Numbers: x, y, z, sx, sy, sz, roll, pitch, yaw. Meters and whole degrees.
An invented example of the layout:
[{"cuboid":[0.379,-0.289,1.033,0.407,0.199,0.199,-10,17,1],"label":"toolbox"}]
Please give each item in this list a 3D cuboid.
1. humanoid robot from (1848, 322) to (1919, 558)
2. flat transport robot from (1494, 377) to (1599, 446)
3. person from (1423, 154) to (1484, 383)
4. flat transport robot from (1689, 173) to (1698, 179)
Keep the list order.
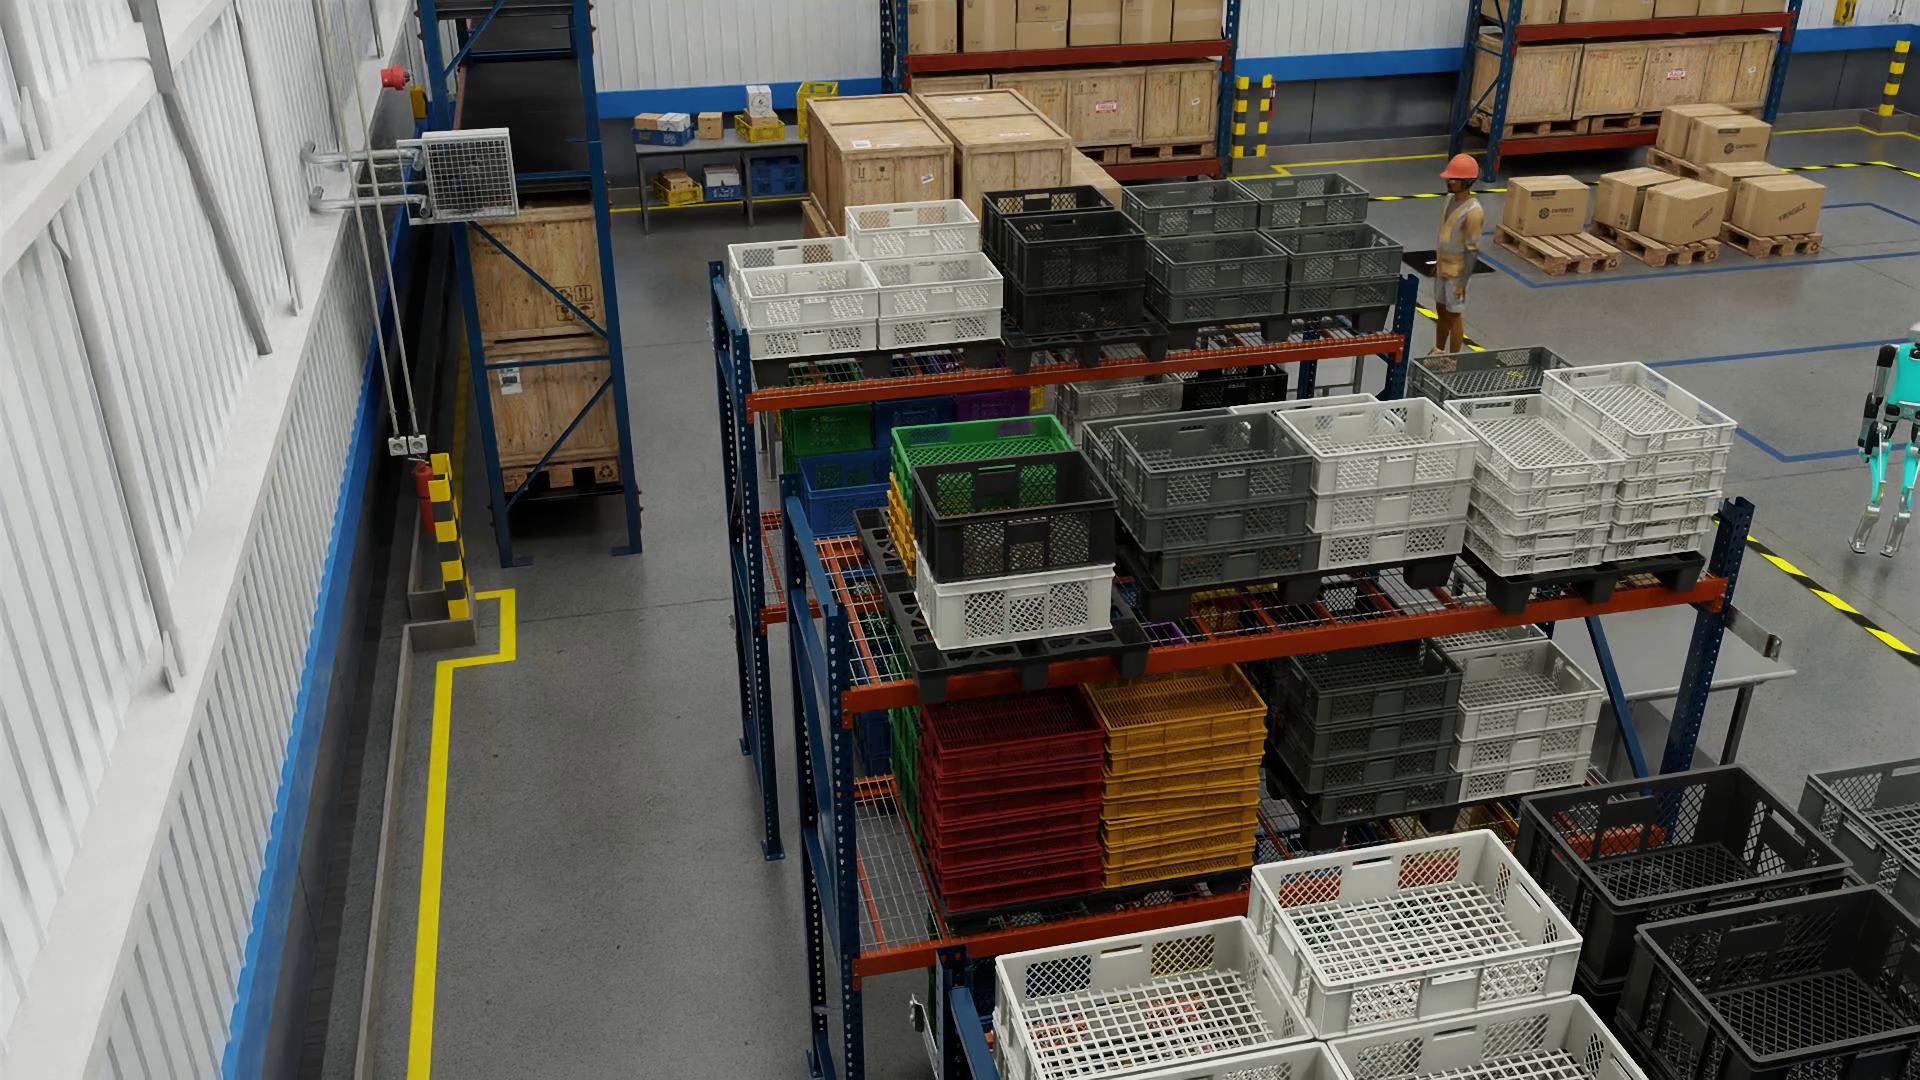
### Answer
[{"cuboid":[6.519,-0.635,11.533,0.533,1.677,0.735,13,30,23],"label":"humanoid robot"},{"cuboid":[4.780,-1.036,14.013,0.659,0.231,1.431,-6,28,-12],"label":"flat transport robot"},{"cuboid":[4.325,-2.386,14.672,0.391,2.044,0.607,-3,28,-6],"label":"person"},{"cuboid":[9.075,-4.354,20.278,1.431,0.197,0.652,-6,28,-12],"label":"flat transport robot"}]
